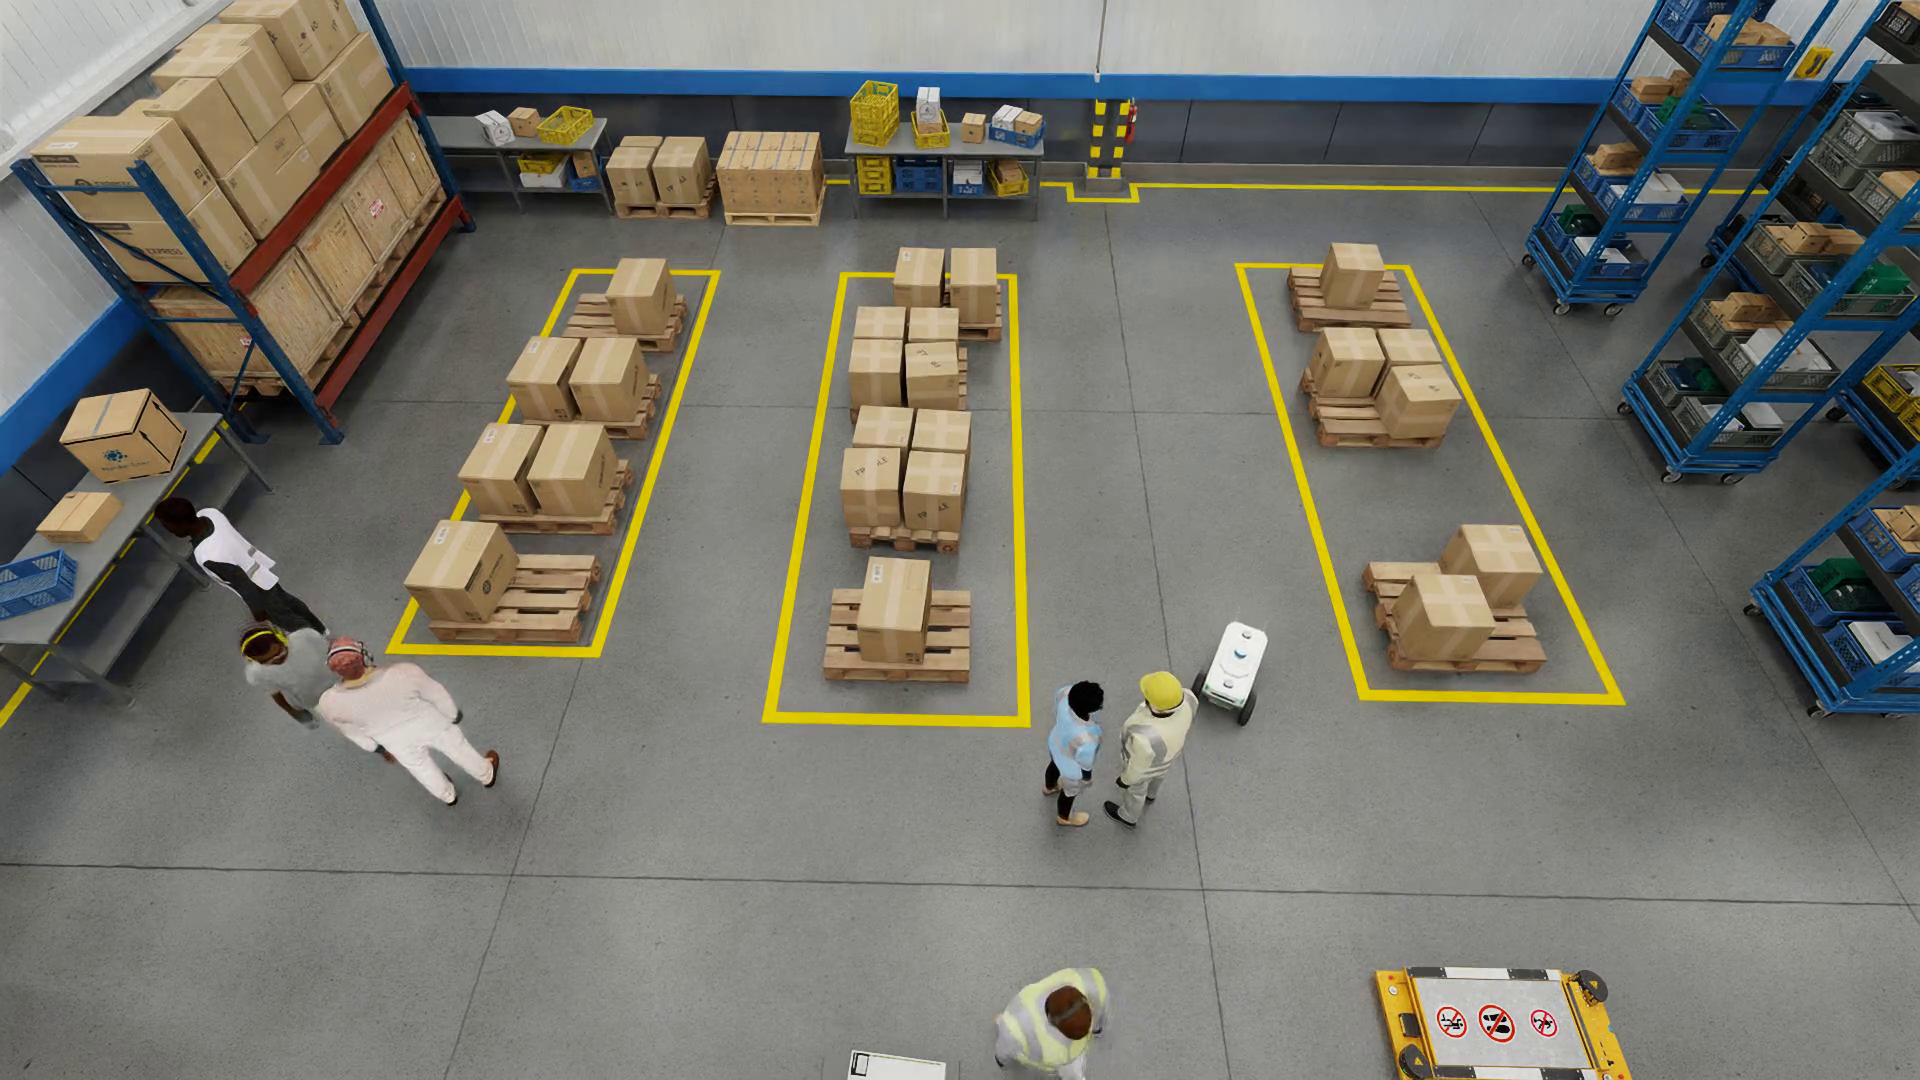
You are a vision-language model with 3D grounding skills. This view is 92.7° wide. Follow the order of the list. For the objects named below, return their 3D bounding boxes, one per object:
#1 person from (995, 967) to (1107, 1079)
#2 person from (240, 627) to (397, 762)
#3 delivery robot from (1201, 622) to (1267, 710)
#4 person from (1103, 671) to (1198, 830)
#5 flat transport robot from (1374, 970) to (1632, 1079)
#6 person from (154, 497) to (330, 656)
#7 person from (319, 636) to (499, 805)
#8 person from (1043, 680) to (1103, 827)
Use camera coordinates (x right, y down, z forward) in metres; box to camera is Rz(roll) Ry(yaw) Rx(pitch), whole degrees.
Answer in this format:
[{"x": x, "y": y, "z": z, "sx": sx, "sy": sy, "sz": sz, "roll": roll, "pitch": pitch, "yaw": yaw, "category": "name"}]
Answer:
[{"x": 0.530, "y": 2.854, "z": 5.173, "sx": 0.657, "sy": 1.804, "sz": 0.800, "roll": -19, "pitch": 53, "yaw": -15, "category": "person"}, {"x": -4.522, "y": 1.090, "z": 6.571, "sx": 0.490, "sy": 1.837, "sz": 0.557, "roll": 34, "pitch": 58, "yaw": 24, "category": "person"}, {"x": 2.223, "y": 1.012, "z": 7.403, "sx": 0.477, "sy": 0.478, "sz": 0.707, "roll": 22, "pitch": 54, "yaw": 17, "category": "delivery robot"}, {"x": 1.284, "y": 1.444, "z": 6.292, "sx": 0.403, "sy": 1.827, "sz": 0.601, "roll": 36, "pitch": 59, "yaw": 26, "category": "person"}, {"x": 3.501, "y": 3.133, "z": 5.914, "sx": 1.431, "sy": 0.197, "sz": 0.652, "roll": 1, "pitch": 51, "yaw": 1, "category": "flat transport robot"}, {"x": -5.514, "y": 0.329, "z": 7.144, "sx": 0.381, "sy": 1.918, "sz": 0.596, "roll": -27, "pitch": 56, "yaw": -20, "category": "person"}, {"x": -3.834, "y": 1.268, "z": 6.387, "sx": 0.643, "sy": 1.908, "sz": 0.399, "roll": -21, "pitch": 54, "yaw": -17, "category": "person"}, {"x": 0.785, "y": 1.471, "z": 6.354, "sx": 0.322, "sy": 1.697, "sz": 0.530, "roll": -12, "pitch": 52, "yaw": -10, "category": "person"}]
